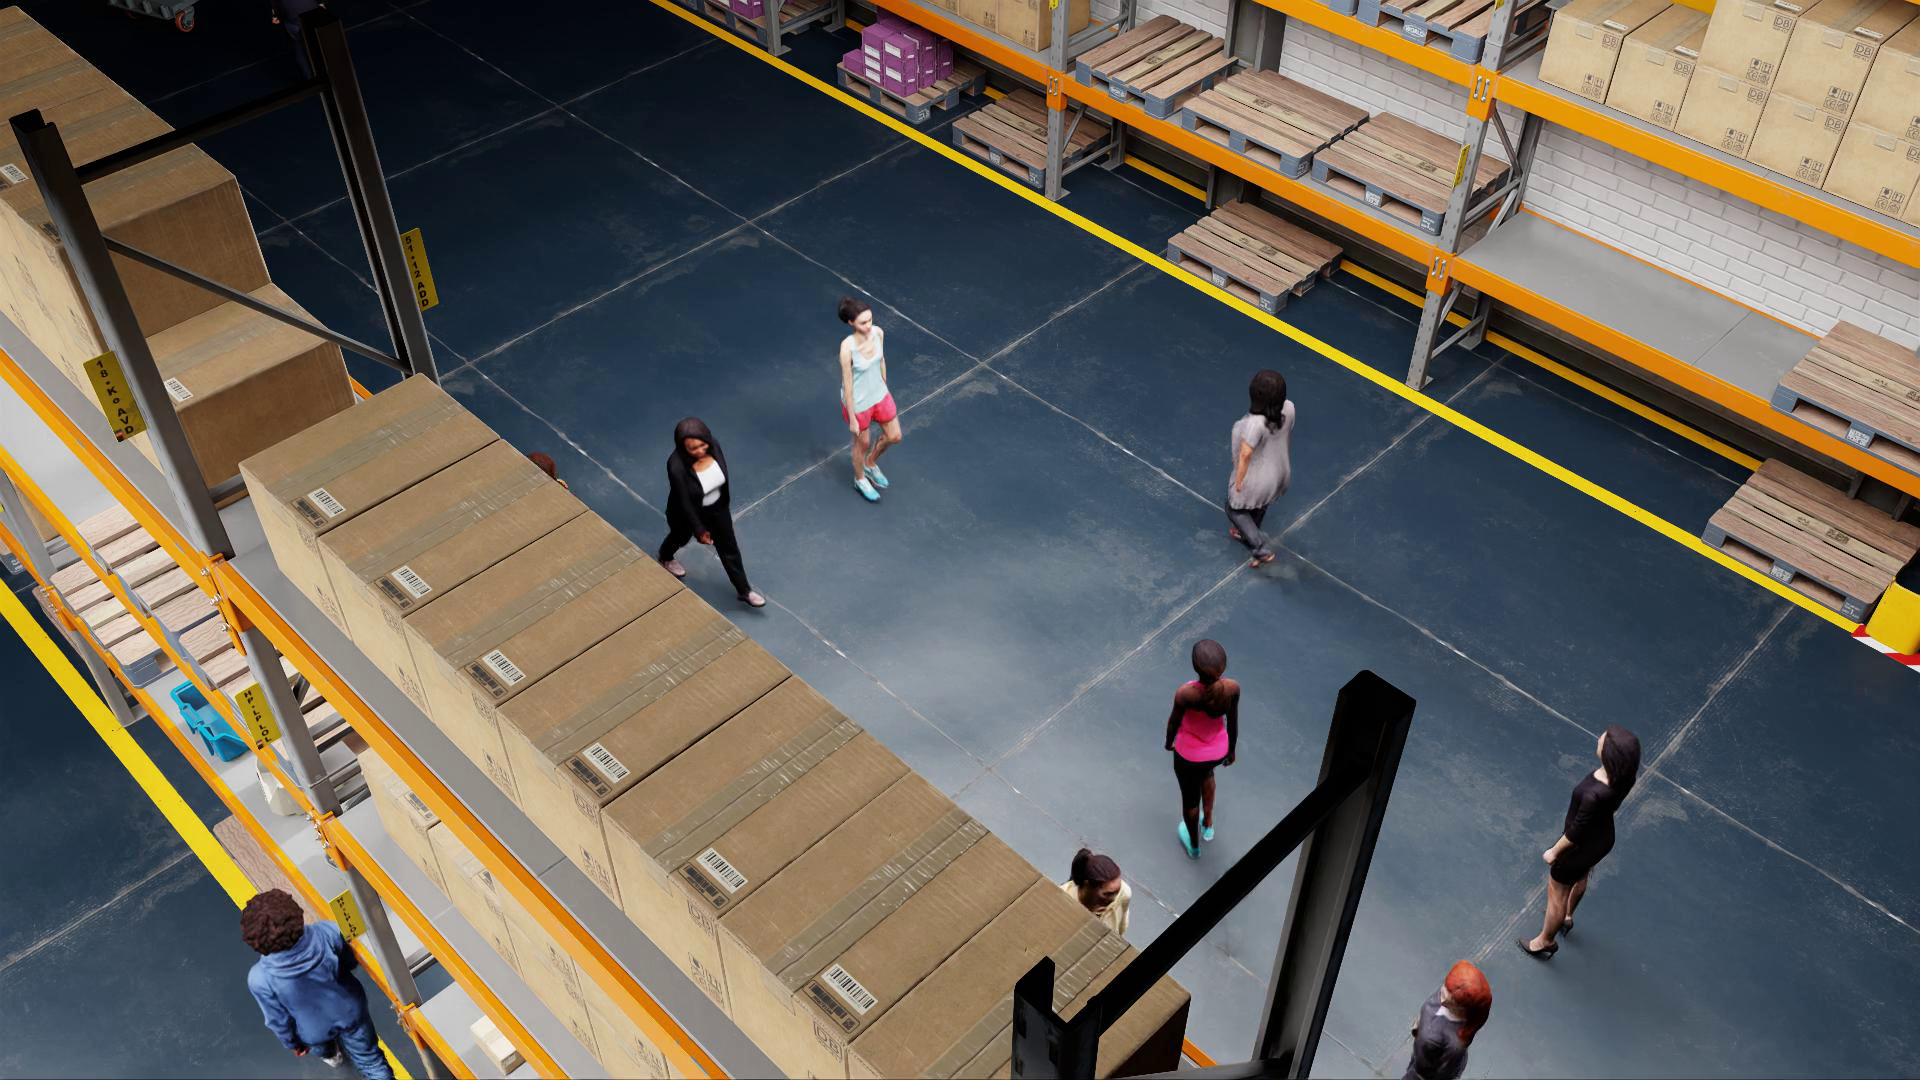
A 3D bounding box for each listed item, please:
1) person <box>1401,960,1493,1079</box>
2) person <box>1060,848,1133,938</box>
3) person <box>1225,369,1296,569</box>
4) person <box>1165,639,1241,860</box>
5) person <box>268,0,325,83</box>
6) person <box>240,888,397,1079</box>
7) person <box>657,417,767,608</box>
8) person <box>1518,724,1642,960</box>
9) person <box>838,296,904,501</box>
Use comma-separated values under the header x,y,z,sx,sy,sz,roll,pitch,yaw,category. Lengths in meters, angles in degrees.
x,y,z,sx,sy,sz,roll,pitch,yaw,category
2.378,2.607,8.194,0.904,1.757,0.816,14,45,14,person
0.636,2.113,8.823,0.960,1.604,1.085,-6,44,-6,person
2.126,-0.461,11.531,0.665,1.595,0.802,-29,51,-27,person
1.413,1.292,9.608,0.664,1.710,0.708,-10,44,-10,person
-6.583,-5.315,16.466,0.731,1.815,0.663,-25,49,-24,person
-3.155,2.421,8.381,0.789,1.768,1.203,-28,50,-26,person
-1.857,-0.227,11.306,1.201,1.567,0.734,26,49,24,person
3.421,1.686,9.129,0.609,1.801,0.519,-30,51,-28,person
-0.741,-1.033,12.016,0.621,1.755,0.604,33,53,30,person
